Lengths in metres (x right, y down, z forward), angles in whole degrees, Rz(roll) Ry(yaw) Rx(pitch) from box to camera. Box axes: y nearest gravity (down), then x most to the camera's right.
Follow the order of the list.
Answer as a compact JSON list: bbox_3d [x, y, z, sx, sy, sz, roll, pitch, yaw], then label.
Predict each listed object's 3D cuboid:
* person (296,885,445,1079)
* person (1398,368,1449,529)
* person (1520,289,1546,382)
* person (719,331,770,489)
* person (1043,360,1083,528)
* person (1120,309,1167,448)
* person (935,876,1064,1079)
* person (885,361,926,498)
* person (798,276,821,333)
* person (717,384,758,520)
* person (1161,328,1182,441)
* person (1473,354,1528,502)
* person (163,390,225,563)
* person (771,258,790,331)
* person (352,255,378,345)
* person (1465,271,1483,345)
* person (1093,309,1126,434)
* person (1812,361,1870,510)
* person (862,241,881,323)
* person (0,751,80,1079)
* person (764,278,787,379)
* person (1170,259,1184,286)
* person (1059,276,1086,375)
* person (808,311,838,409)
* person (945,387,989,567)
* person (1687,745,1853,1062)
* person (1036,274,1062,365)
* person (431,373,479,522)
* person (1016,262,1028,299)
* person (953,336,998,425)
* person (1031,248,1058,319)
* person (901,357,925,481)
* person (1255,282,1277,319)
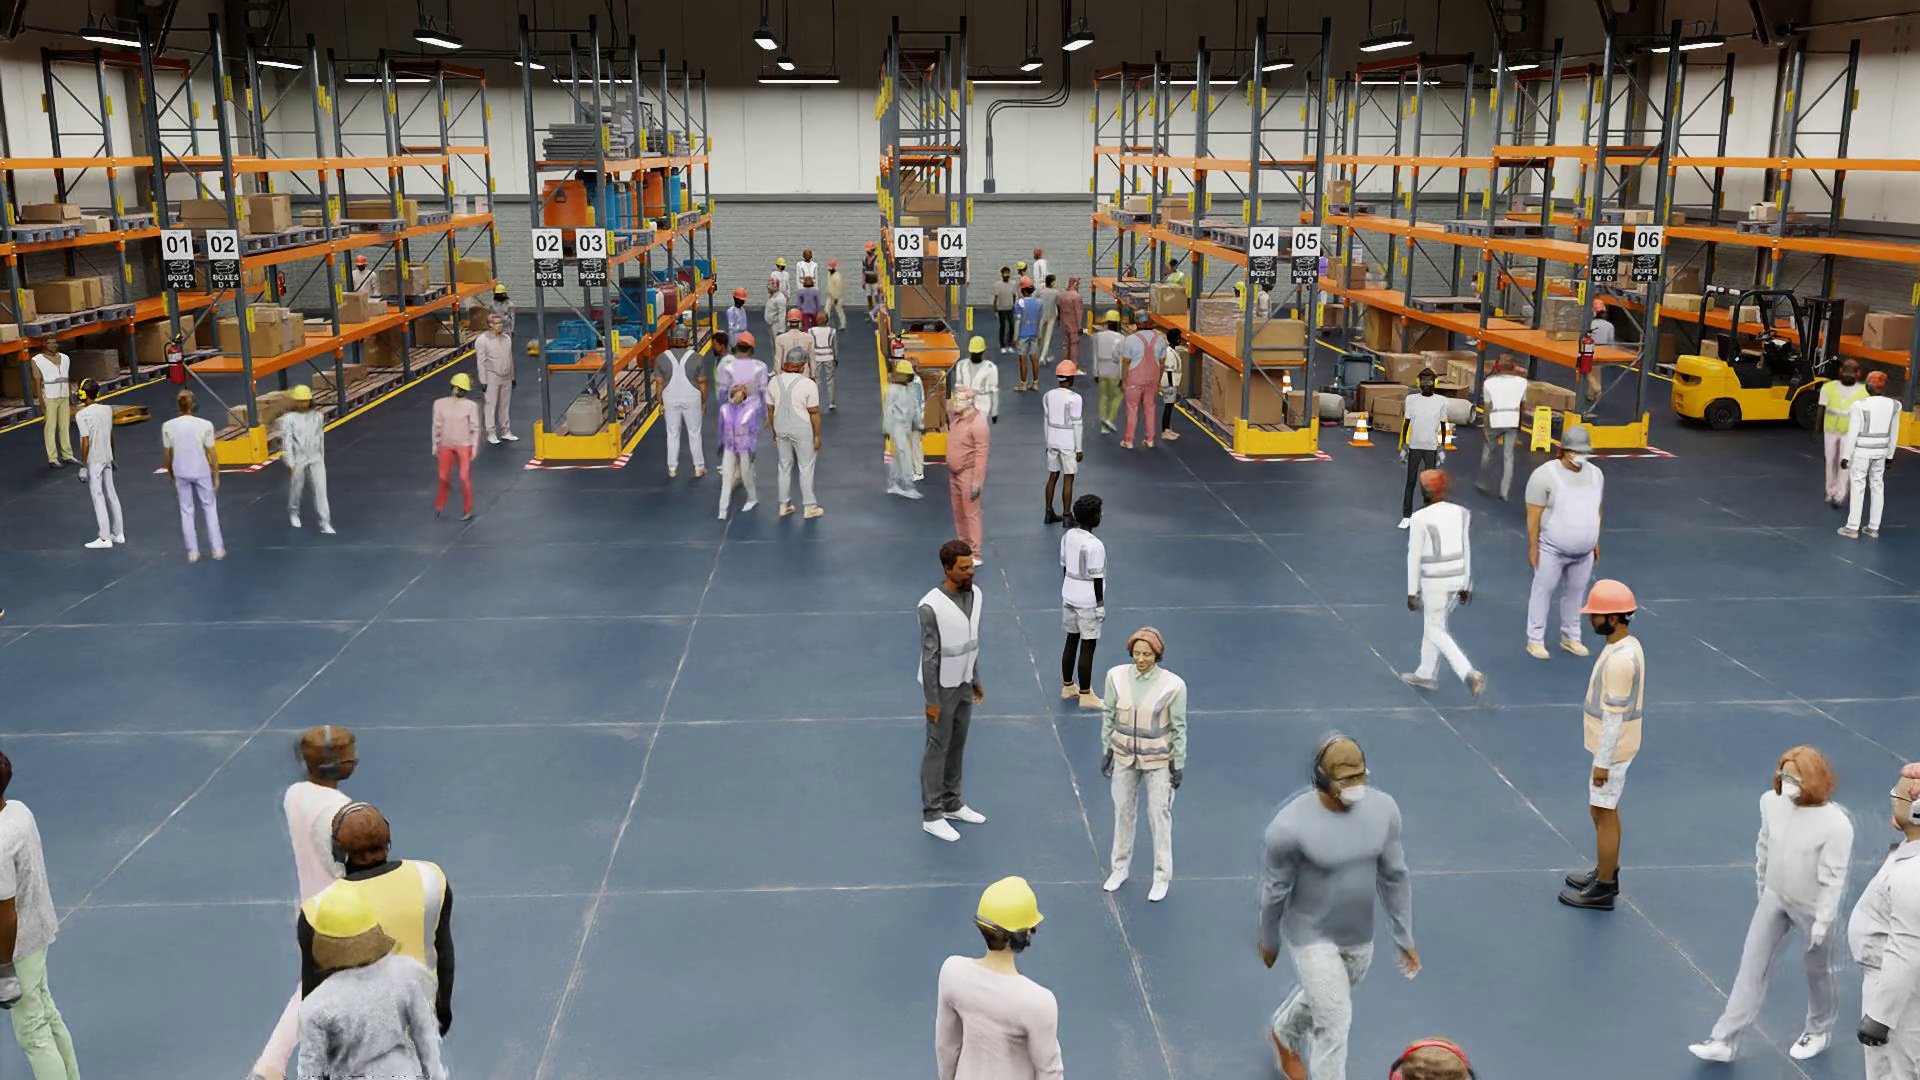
[{"bbox_3d":[-2.205,2.083,6.174,0.894,1.692,0.495,9,16,33],"label":"person"},{"bbox_3d":[5.306,-1.042,19.047,0.514,1.872,0.328,5,14,18],"label":"person"},{"bbox_3d":[10.447,-3.685,30.356,0.513,1.828,0.975,0,13,-2],"label":"person"},{"bbox_3d":[-2.778,-1.670,21.444,0.647,2.015,0.886,-1,13,-5],"label":"person"},{"bbox_3d":[1.210,-1.116,19.251,0.545,1.930,0.385,13,18,43],"label":"person"},{"bbox_3d":[2.636,-2.364,24.282,0.686,2.000,0.535,-5,14,-22],"label":"person"},{"bbox_3d":[0.159,2.071,6.090,0.533,1.765,0.329,10,16,36],"label":"person"},{"bbox_3d":[-0.642,-1.385,20.820,0.774,1.712,0.498,9,16,34],"label":"person"},{"bbox_3d":[-3.230,-4.889,35.906,0.524,1.598,0.777,1,13,2],"label":"person"},{"bbox_3d":[-2.645,-1.079,19.818,0.570,1.596,0.798,4,14,16],"label":"person"},{"bbox_3d":[3.158,-2.337,24.926,0.319,1.689,0.540,2,13,10],"label":"person"},{"bbox_3d":[6.760,-1.429,20.828,0.575,1.805,0.922,1,13,3],"label":"person"},{"bbox_3d":[-8.067,-0.666,17.531,0.521,1.833,0.378,-4,14,-16],"label":"person"},{"bbox_3d":[-4.255,-5.824,39.553,0.518,1.757,0.335,-12,18,-40],"label":"person"},{"bbox_3d":[-13.259,-5.337,36.992,0.608,1.987,0.388,-1,13,-3],"label":"person"},{"bbox_3d":[11.440,-5.157,36.976,0.311,1.638,0.522,8,16,31],"label":"person"},{"bbox_3d":[2.293,-2.561,25.408,0.588,1.912,0.410,9,16,34],"label":"person"},{"bbox_3d":[10.675,-1.272,20.178,0.565,1.788,0.994,10,16,35],"label":"person"},{"bbox_3d":[-2.214,-6.461,41.672,0.611,2.031,0.410,9,16,34],"label":"person"},{"bbox_3d":[-4.077,1.764,7.192,0.331,1.859,0.506,-5,14,-21],"label":"person"},{"bbox_3d":[-3.508,-4.017,31.571,0.400,1.909,0.643,-5,14,-22],"label":"person"},{"bbox_3d":[5.204,-6.049,40.684,0.532,1.670,0.779,1,13,3],"label":"person"},{"bbox_3d":[2.188,-4.135,32.086,0.409,1.903,0.639,-8,15,-29],"label":"person"},{"bbox_3d":[-2.294,-3.000,27.838,0.525,1.639,0.307,-1,13,-3],"label":"person"},{"bbox_3d":[0.039,-0.648,17.342,0.397,1.902,0.675,-7,15,-27],"label":"person"},{"bbox_3d":[3.883,1.745,7.823,0.826,1.589,0.517,-7,15,-27],"label":"person"},{"bbox_3d":[1.764,-4.462,33.687,0.493,1.817,1.013,5,14,20],"label":"person"},{"bbox_3d":[-5.953,-1.080,19.500,0.613,1.733,0.422,-2,13,-10],"label":"person"},{"bbox_3d":[1.431,-5.477,38.080,0.340,1.757,0.527,2,13,9],"label":"person"},{"bbox_3d":[0.228,-1.754,21.994,0.605,1.901,0.563,7,15,26],"label":"person"},{"bbox_3d":[2.052,-6.440,42.011,0.988,1.845,0.570,9,16,35],"label":"person"},{"bbox_3d":[-0.615,-1.596,21.893,0.306,1.637,0.524,-2,13,-10],"label":"person"},{"bbox_3d":[5.714,-3.997,31.228,0.419,2.034,0.604,1,13,3],"label":"person"}]
